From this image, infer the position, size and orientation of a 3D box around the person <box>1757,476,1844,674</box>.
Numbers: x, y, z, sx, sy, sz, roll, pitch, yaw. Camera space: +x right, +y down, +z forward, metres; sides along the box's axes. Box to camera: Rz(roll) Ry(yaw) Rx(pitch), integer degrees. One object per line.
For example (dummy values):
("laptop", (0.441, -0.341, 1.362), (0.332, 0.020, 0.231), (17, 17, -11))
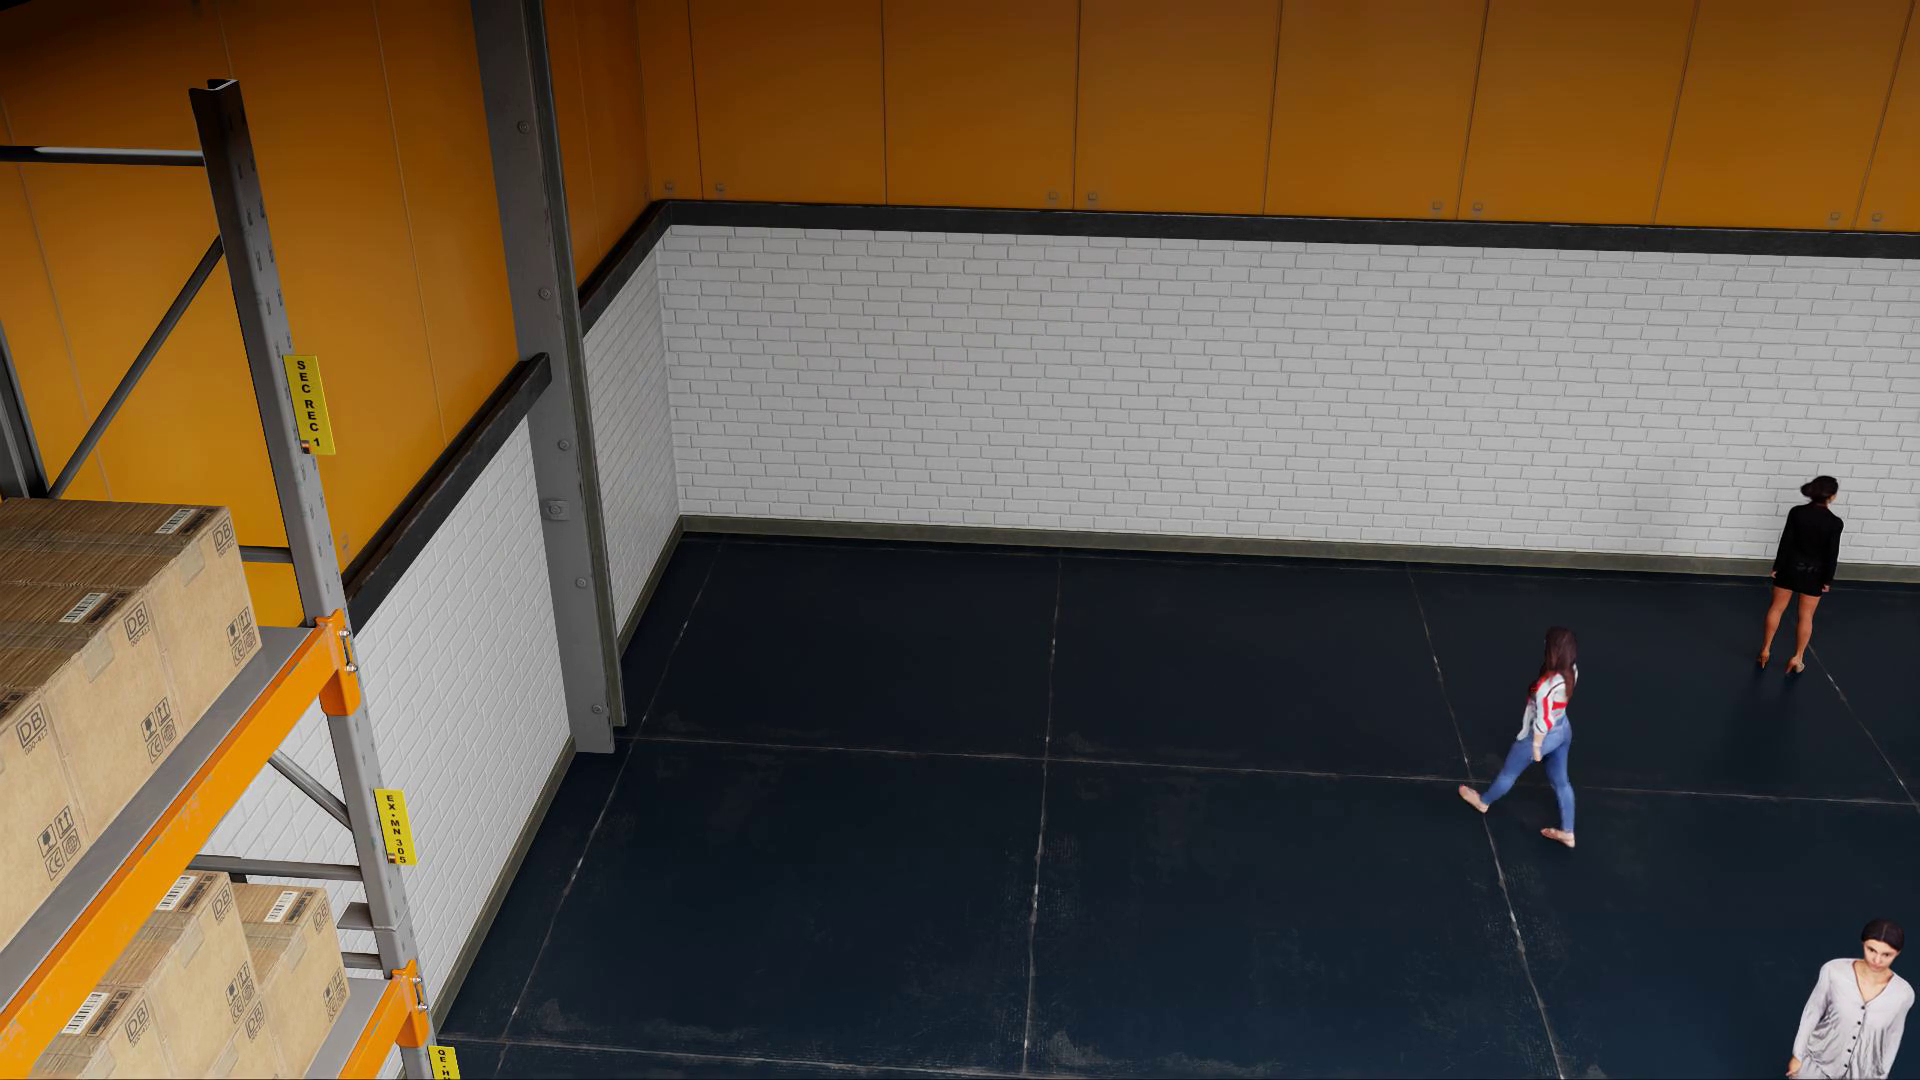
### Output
("person", (6.378, 0.265, 12.603), (0.680, 1.640, 0.716), (20, 34, 32))

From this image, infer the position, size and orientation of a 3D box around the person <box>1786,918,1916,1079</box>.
("person", (4.342, 2.577, 8.223), (0.656, 1.774, 0.647), (13, 31, 22))

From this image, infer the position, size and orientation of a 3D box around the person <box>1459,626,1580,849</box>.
("person", (3.872, 1.308, 10.768), (1.059, 1.566, 1.085), (-24, 37, -37))
